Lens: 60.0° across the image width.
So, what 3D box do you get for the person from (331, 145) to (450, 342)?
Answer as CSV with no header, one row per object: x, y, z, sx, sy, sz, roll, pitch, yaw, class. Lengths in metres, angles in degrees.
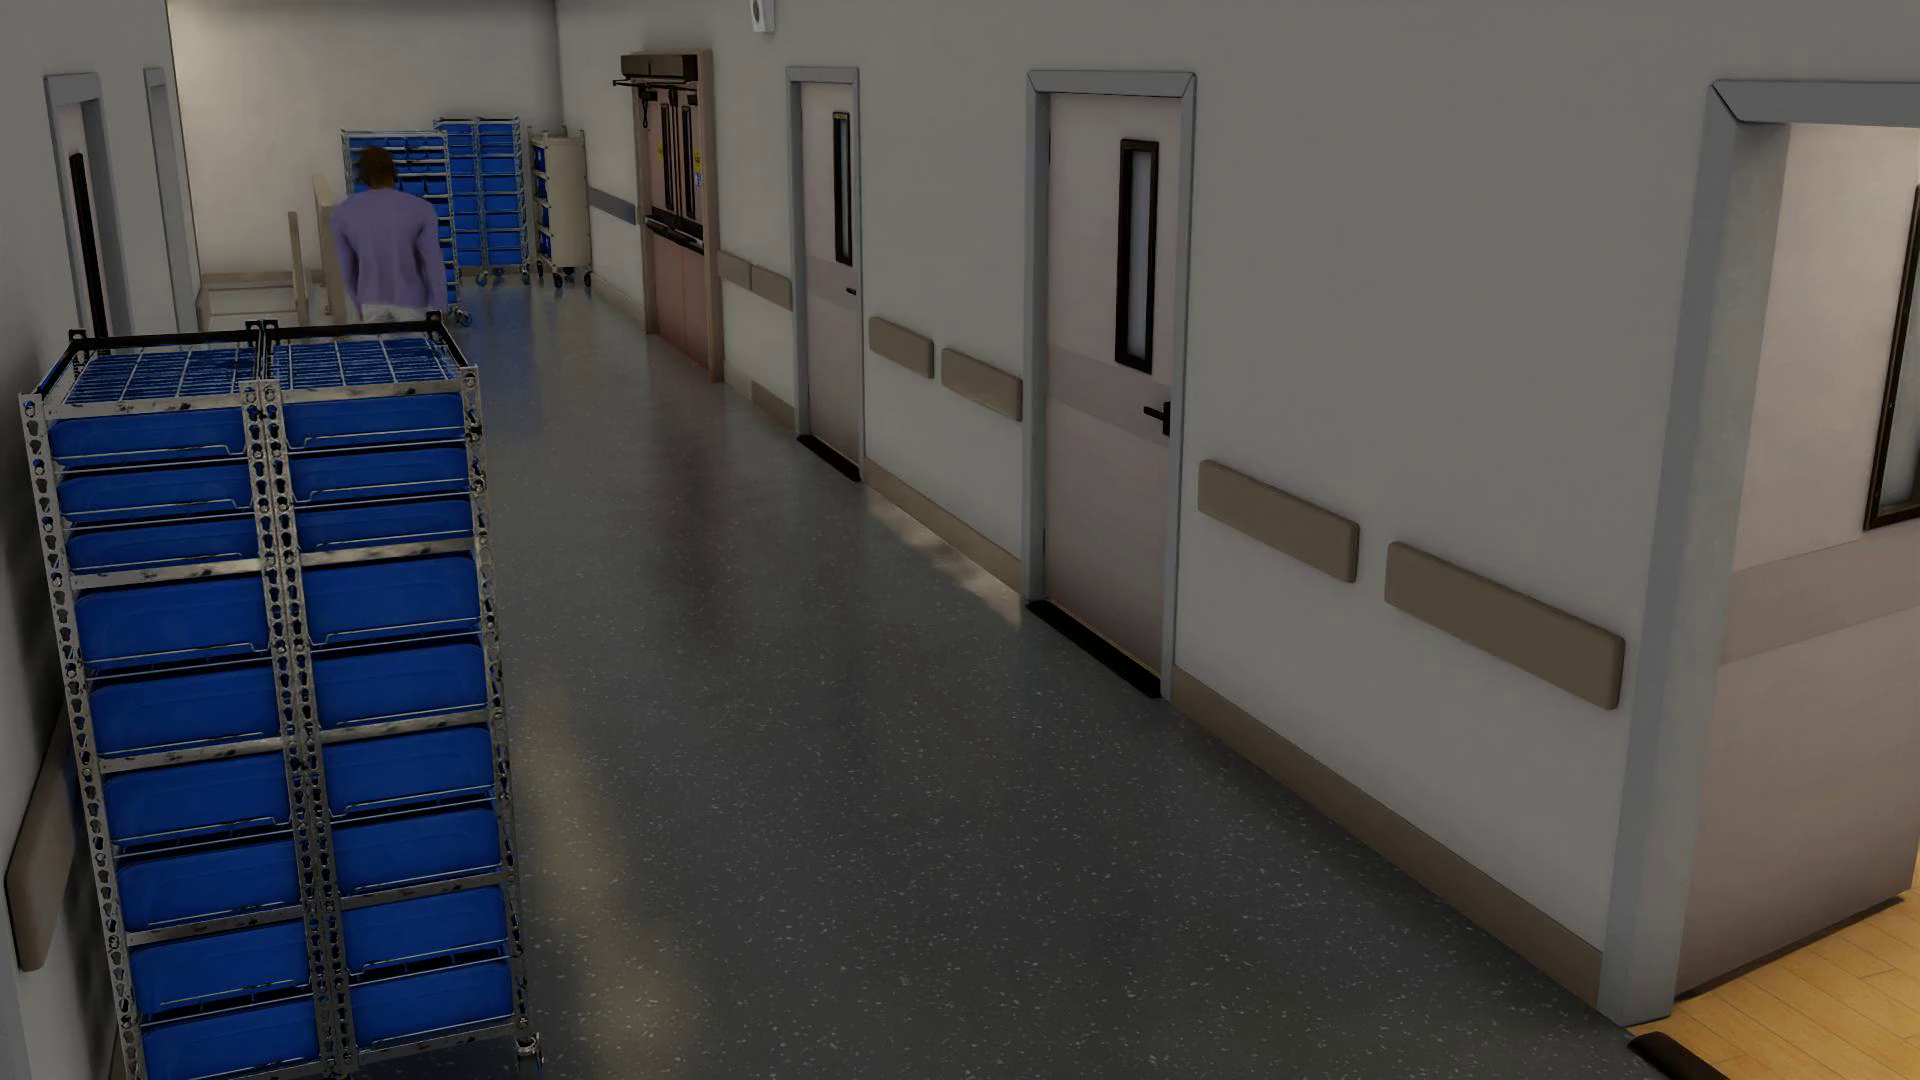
-3.397,-1.411,10.026,0.647,1.883,0.977,-2,16,-7,person
